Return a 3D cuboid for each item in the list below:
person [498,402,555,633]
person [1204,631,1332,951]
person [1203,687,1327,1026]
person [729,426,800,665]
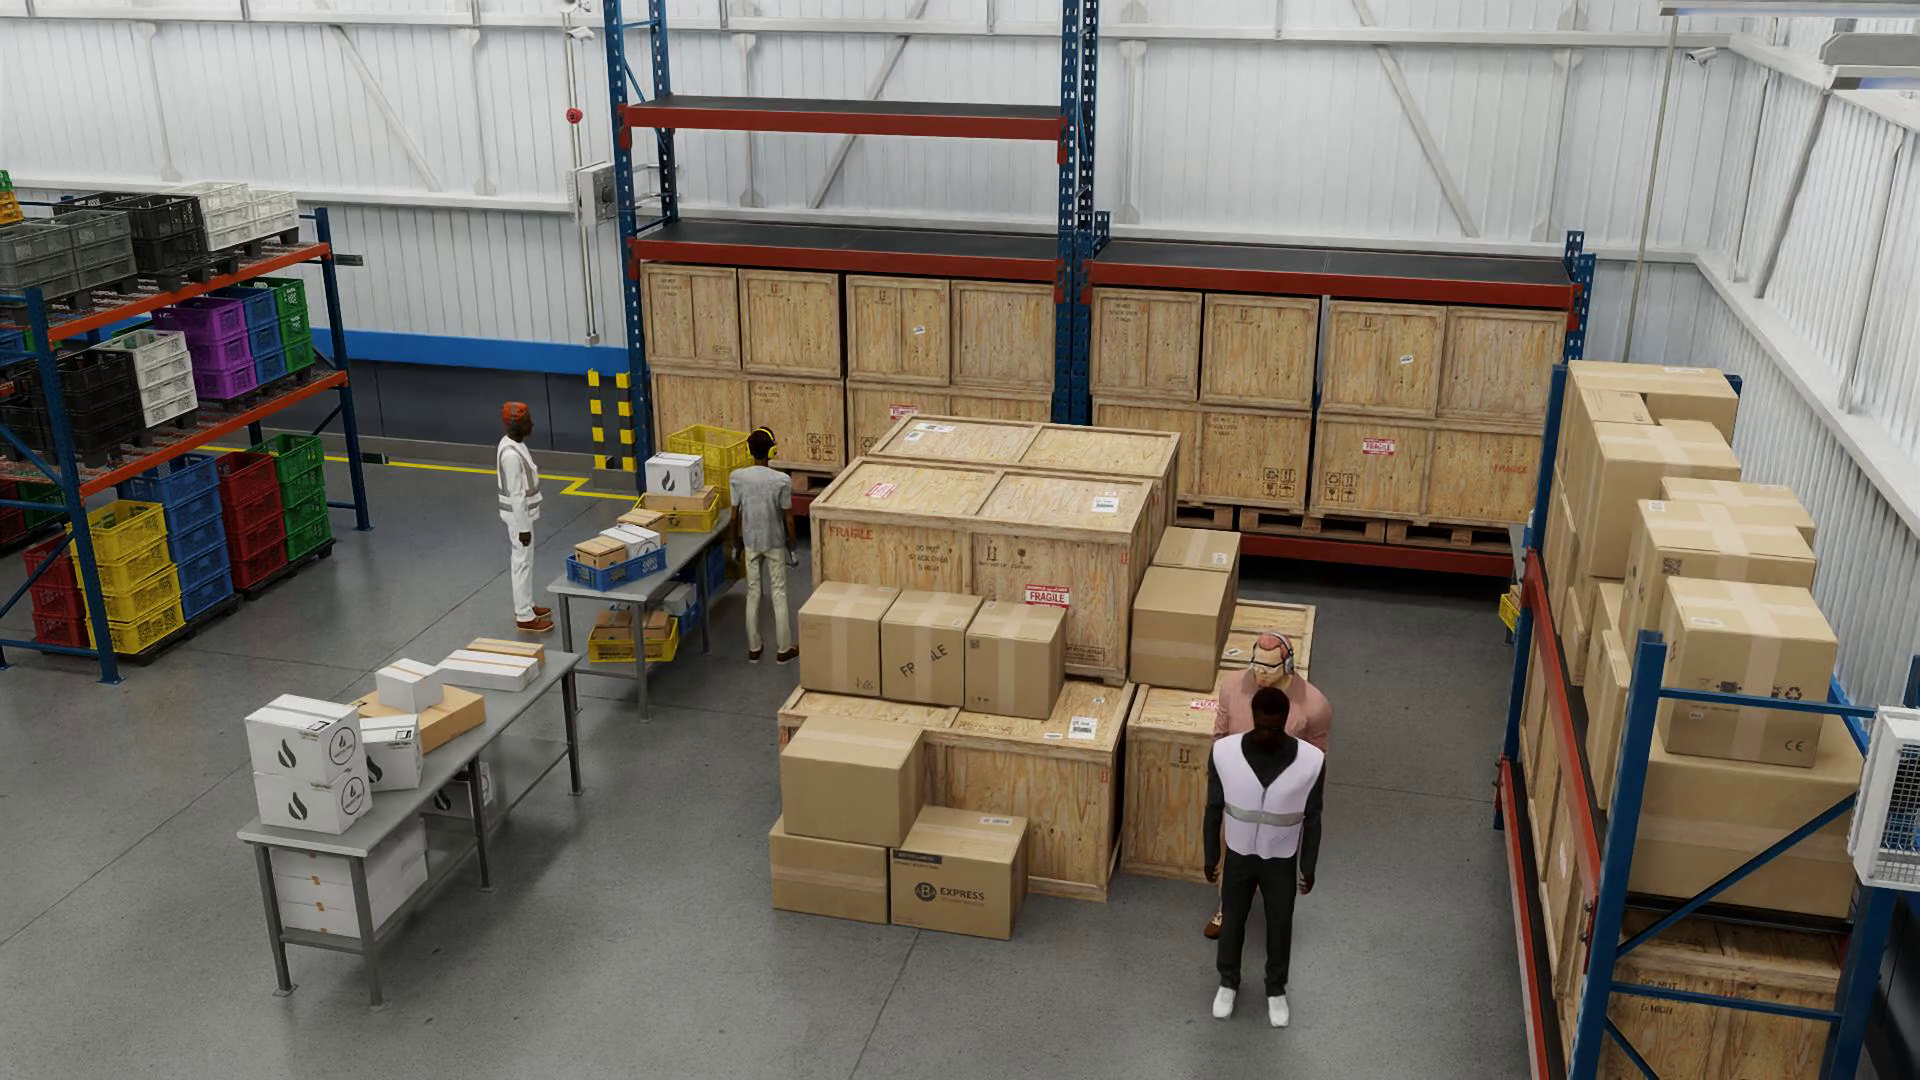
[{"bbox_3d":[-3.491,-0.190,13.260,0.337,1.882,0.584,-5,22,-14],"label":"person"},{"bbox_3d":[1.662,1.381,9.119,0.648,1.907,0.401,11,24,27],"label":"person"},{"bbox_3d":[1.544,1.601,8.547,0.591,1.911,0.388,4,21,11],"label":"person"},{"bbox_3d":[-1.487,0.047,12.663,0.530,1.869,0.311,4,21,10],"label":"person"}]
